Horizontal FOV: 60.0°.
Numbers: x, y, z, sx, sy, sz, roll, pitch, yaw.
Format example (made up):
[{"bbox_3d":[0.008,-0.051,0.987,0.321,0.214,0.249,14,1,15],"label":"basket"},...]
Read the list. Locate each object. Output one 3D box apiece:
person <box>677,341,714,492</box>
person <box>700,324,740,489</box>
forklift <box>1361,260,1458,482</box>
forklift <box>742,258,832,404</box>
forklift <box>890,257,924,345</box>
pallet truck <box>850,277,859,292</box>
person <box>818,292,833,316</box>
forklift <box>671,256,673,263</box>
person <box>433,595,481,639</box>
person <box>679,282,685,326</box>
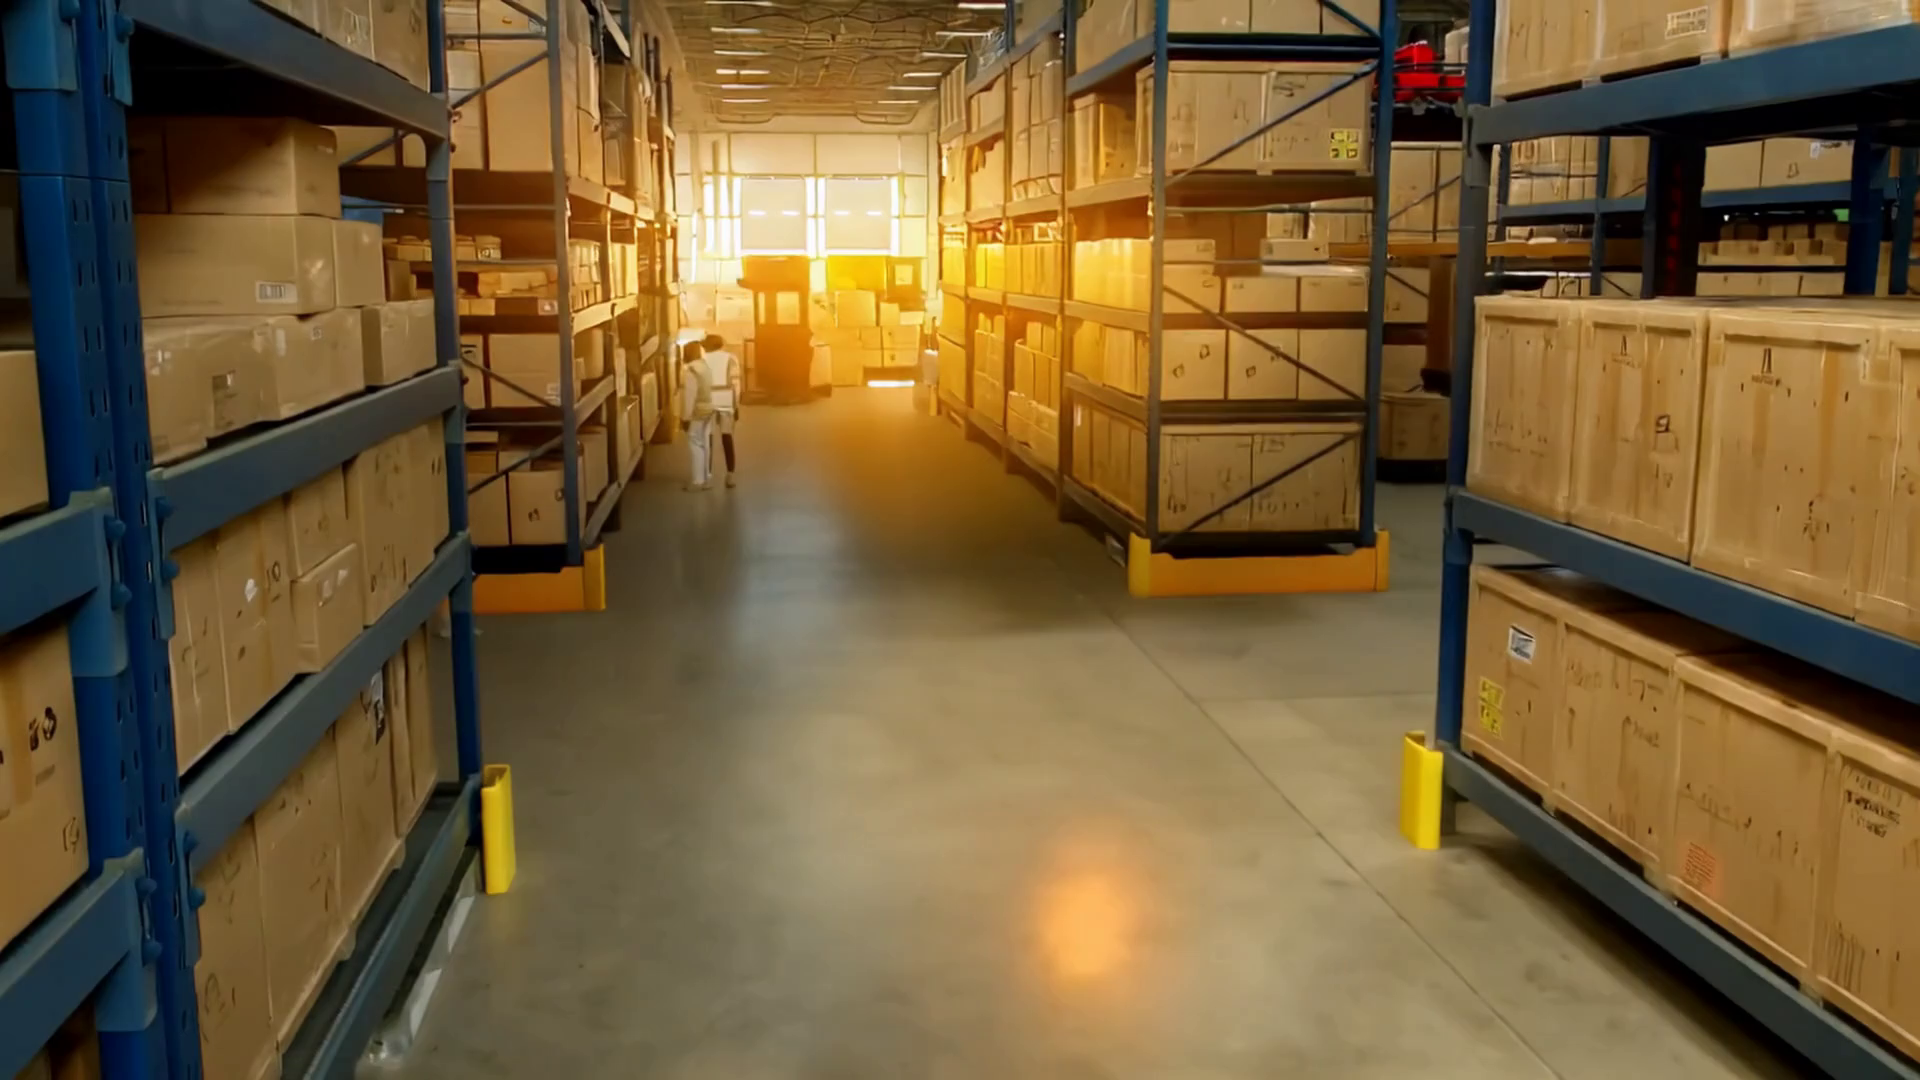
[{"bbox_3d":[-3.248,-1.511,20.393,0.430,1.841,0.624,3,10,17],"label":"person"},{"bbox_3d":[-3.042,-1.655,20.637,0.614,2.041,0.393,-3,10,-18],"label":"person"},{"bbox_3d":[6.274,-2.206,21.409,1.873,2.768,1.129,-1,10,-7],"label":"forklift"},{"bbox_3d":[-3.376,-4.141,32.672,1.129,2.768,1.873,4,10,21],"label":"forklift"},{"bbox_3d":[-1.769,-7.658,53.147,1.129,2.768,1.873,-1,10,-7],"label":"forklift"},{"bbox_3d":[-3.782,-9.391,65.808,1.885,1.965,0.823,2,10,10],"label":"pallet truck"},{"bbox_3d":[-3.538,-5.837,45.442,0.674,1.887,0.608,4,10,20],"label":"person"},{"bbox_3d":[-10.887,-8.929,60.548,1.129,2.768,1.873,-1,10,-7],"label":"forklift"},{"bbox_3d":[-4.056,0.003,12.299,0.876,1.588,0.543,-3,10,-17],"label":"person"},{"bbox_3d":[-10.920,-9.047,64.223,0.762,1.866,0.599,3,10,16],"label":"person"}]
